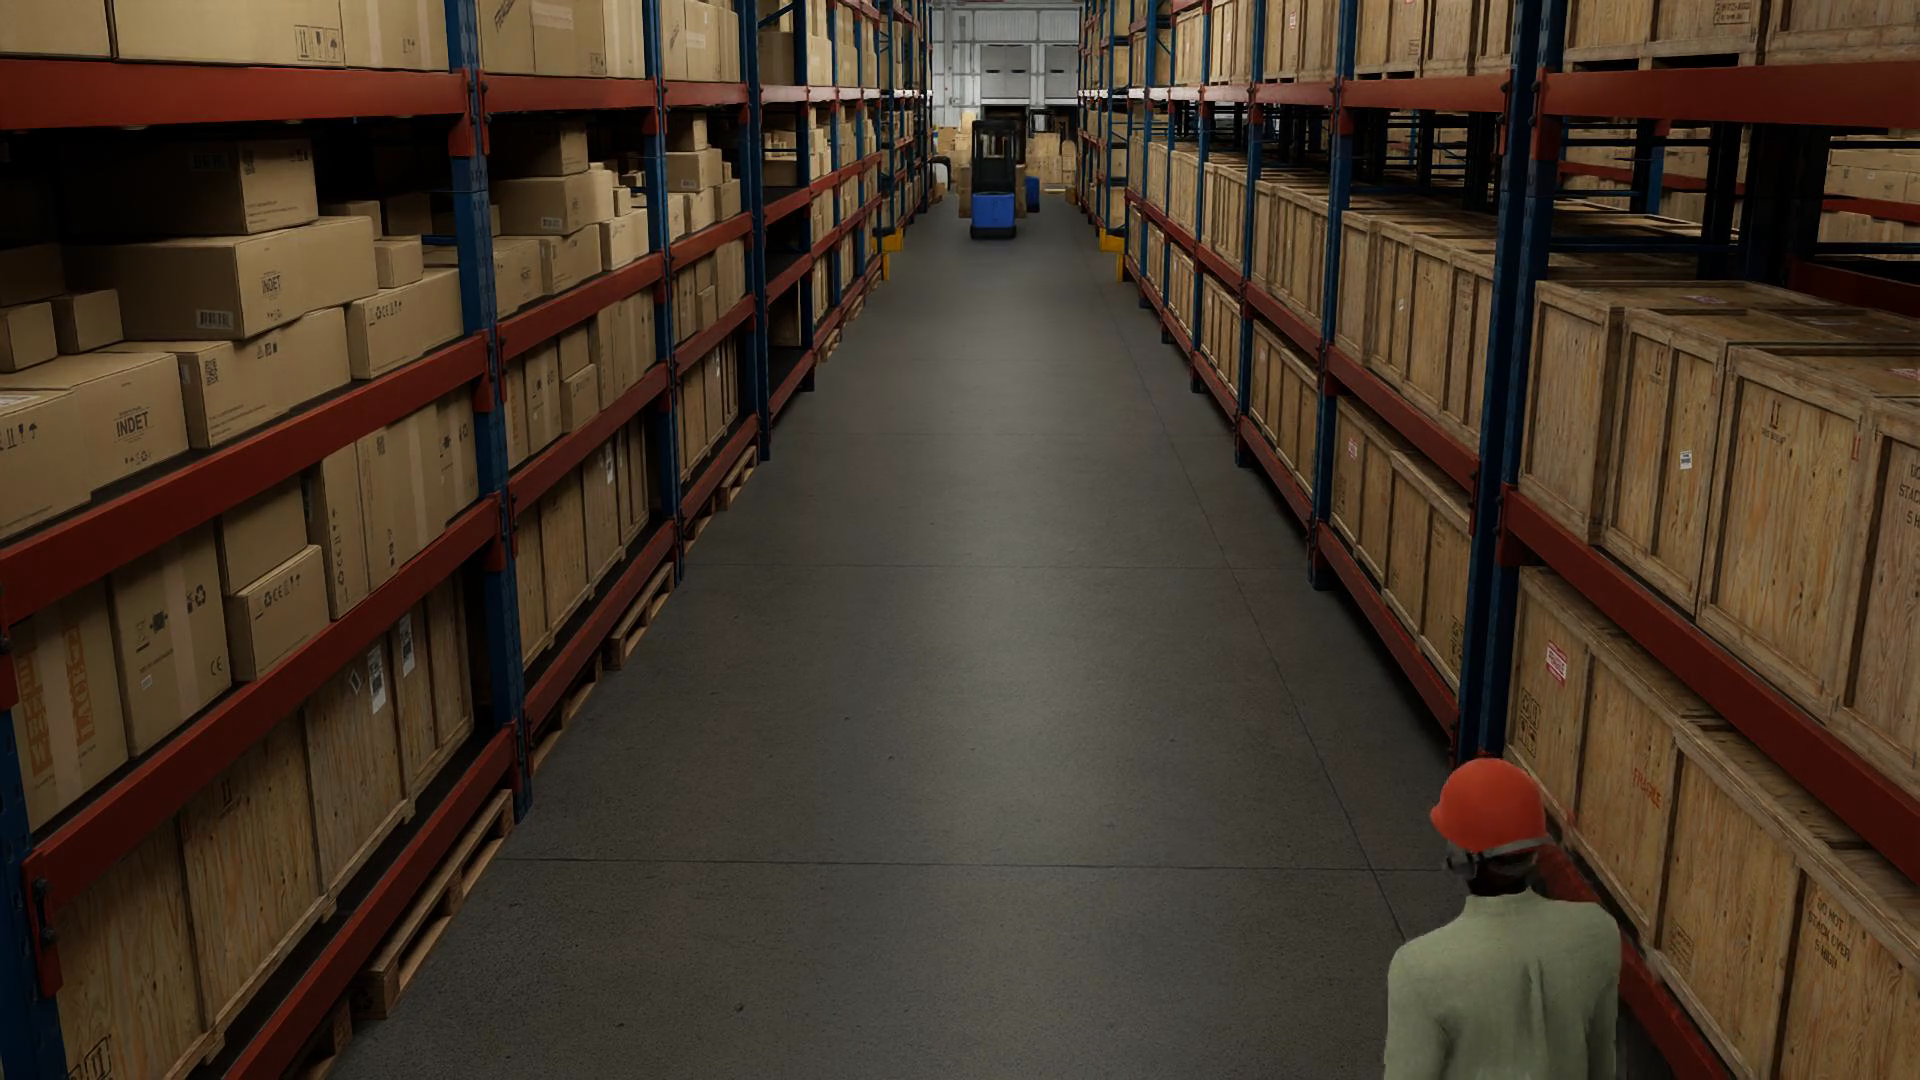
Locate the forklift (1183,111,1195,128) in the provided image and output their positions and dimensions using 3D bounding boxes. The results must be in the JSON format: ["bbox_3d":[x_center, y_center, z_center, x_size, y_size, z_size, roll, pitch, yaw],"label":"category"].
[{"bbox_3d":[8.161,-14.312,61.043,1.129,2.768,1.873,0,15,1],"label":"forklift"}]

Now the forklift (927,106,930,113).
[{"bbox_3d":[-1.998,-20.666,84.684,1.129,2.768,1.873,0,15,2],"label":"forklift"}]

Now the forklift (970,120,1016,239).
[{"bbox_3d":[0.821,-8.830,40.643,1.129,2.768,1.873,0,15,1],"label":"forklift"}]

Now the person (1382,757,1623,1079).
[{"bbox_3d":[1.301,1.494,3.938,0.633,1.977,0.646,-3,15,-12],"label":"person"}]

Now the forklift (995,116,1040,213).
[{"bbox_3d":[1.504,-11.032,48.839,1.129,2.768,1.873,-6,16,-23],"label":"forklift"}]

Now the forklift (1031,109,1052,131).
[{"bbox_3d":[3.436,-16.836,70.433,1.129,2.768,1.873,0,15,2],"label":"forklift"}]

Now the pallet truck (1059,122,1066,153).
[{"bbox_3d":[5.788,-21.111,88.014,1.885,1.965,0.823,5,16,18],"label":"pallet truck"}]
